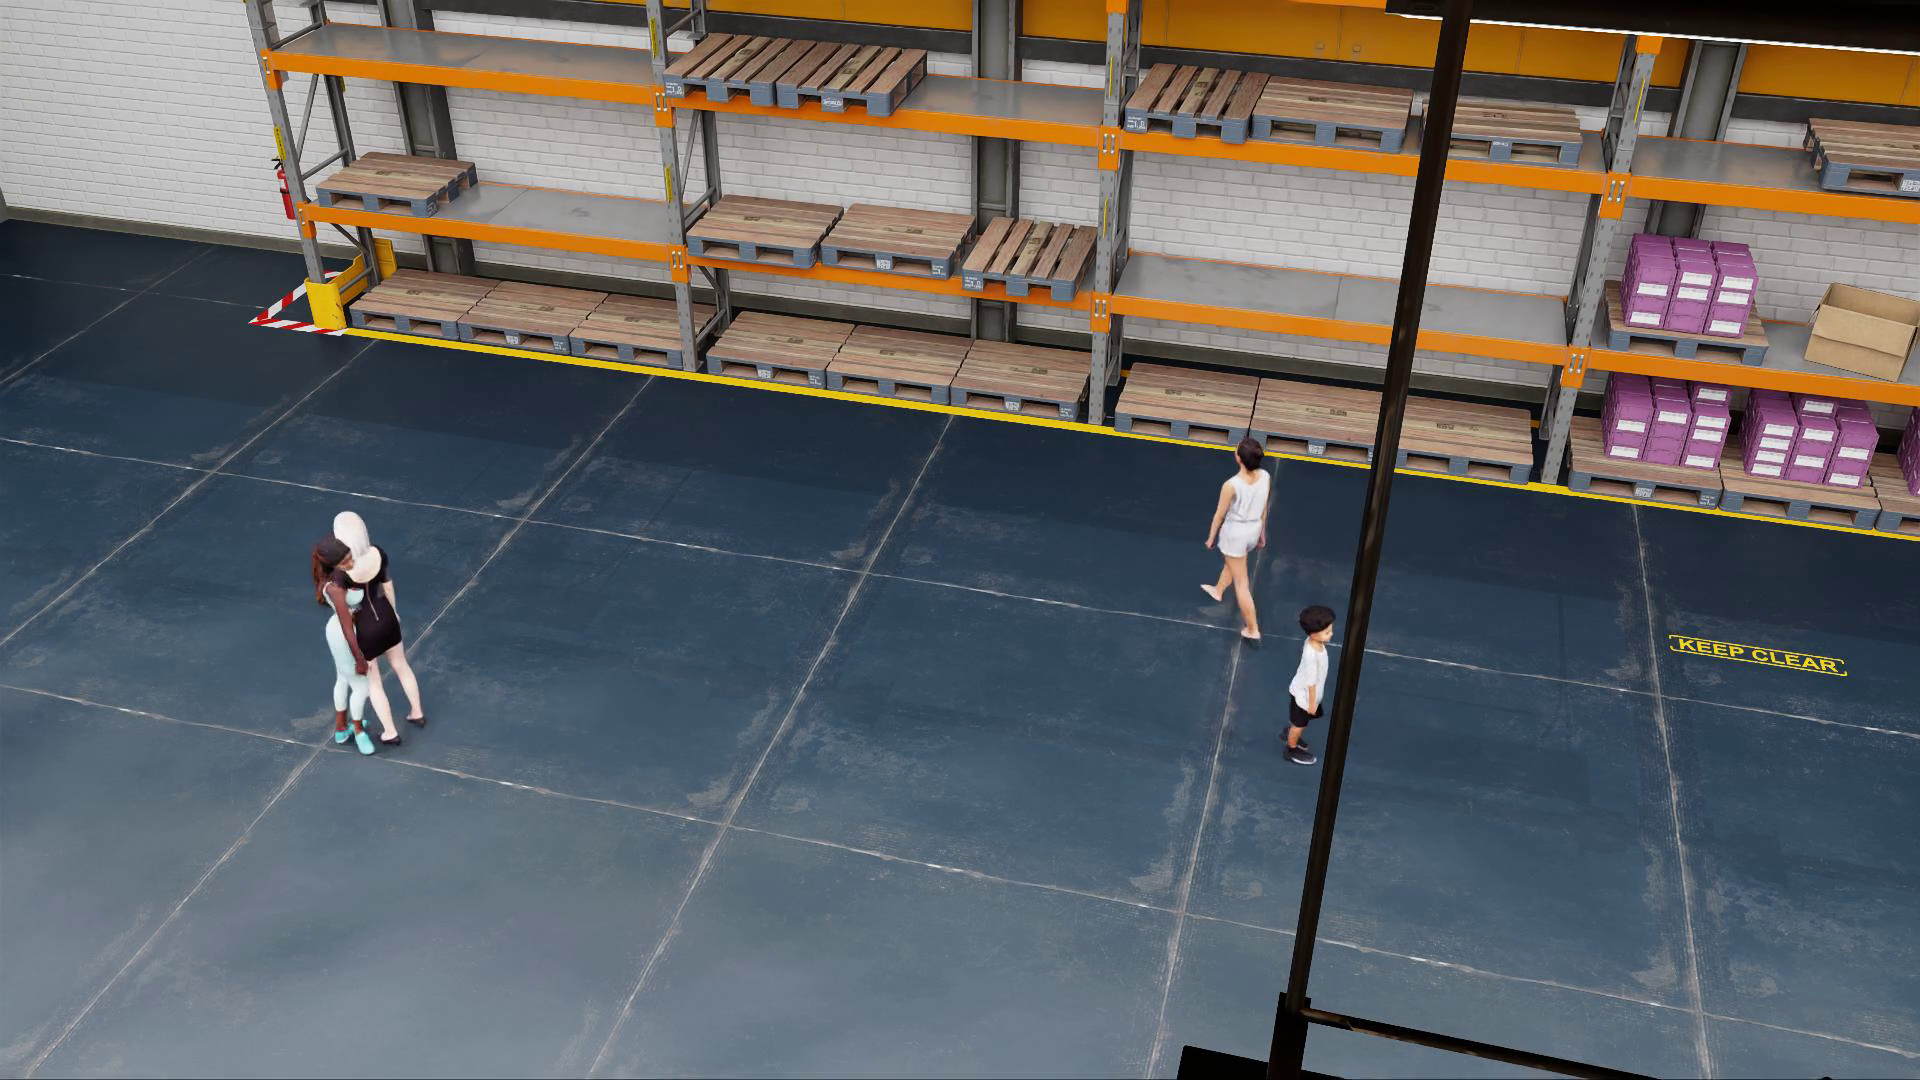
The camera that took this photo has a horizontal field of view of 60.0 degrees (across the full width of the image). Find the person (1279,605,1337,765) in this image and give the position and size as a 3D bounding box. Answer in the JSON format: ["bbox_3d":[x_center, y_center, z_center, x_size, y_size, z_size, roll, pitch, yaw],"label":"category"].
[{"bbox_3d":[2.260,0.960,11.099,0.510,1.249,0.508,12,35,17],"label":"person"}]

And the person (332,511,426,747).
[{"bbox_3d":[-3.913,0.600,11.122,0.616,1.824,0.649,20,39,27],"label":"person"}]

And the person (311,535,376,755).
[{"bbox_3d":[-4.105,0.677,11.126,0.799,1.692,0.748,-17,37,-24],"label":"person"}]

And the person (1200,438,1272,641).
[{"bbox_3d":[2.103,0.015,12.235,1.039,1.568,1.080,-16,37,-22],"label":"person"}]
